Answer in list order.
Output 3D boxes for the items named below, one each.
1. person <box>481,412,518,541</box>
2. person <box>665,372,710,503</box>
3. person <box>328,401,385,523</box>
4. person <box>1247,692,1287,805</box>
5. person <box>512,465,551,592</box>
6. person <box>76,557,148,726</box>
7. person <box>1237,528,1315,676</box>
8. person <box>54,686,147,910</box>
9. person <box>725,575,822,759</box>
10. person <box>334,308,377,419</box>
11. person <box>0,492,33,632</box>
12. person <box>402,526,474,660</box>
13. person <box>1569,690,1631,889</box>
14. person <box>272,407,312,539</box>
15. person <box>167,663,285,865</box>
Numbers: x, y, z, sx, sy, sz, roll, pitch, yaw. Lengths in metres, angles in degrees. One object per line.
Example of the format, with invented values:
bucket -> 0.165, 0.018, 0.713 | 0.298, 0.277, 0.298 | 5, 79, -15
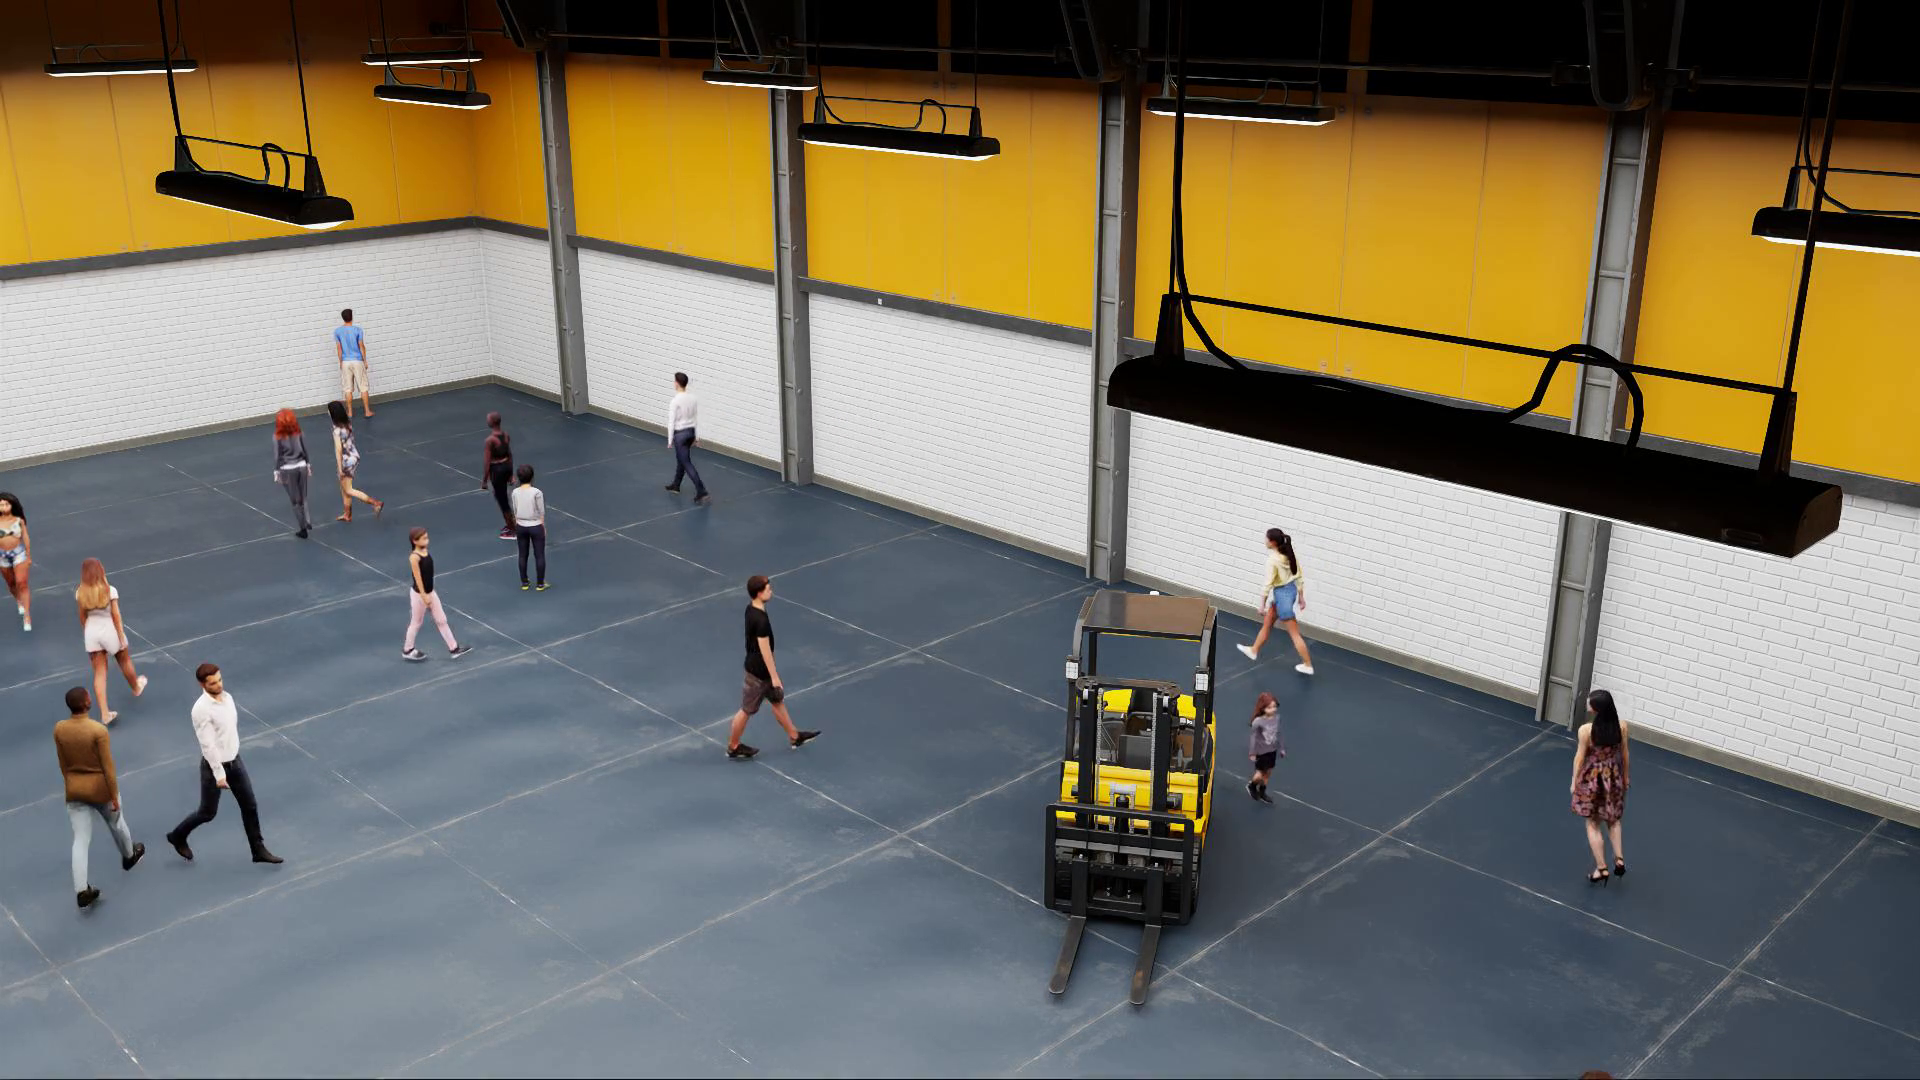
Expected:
person -> -5.987, -0.830, 21.951 | 0.725, 1.747, 0.684 | 7, 20, 21
person -> -3.864, -1.433, 23.602 | 1.227, 1.837, 0.720 | 15, 24, 37
person -> -8.252, -1.030, 22.599 | 1.098, 1.714, 1.020 | 1, 19, 3
person -> 2.717, 1.855, 15.003 | 0.516, 1.093, 0.544 | -13, 23, -34
person -> -5.241, -0.148, 20.244 | 0.612, 1.544, 0.694 | 3, 19, 9
person -> -8.566, 1.034, 16.572 | 1.033, 1.648, 1.156 | -2, 19, -5
person -> 3.525, 0.699, 17.709 | 1.175, 1.558, 0.707 | 17, 25, 42
person -> -7.000, 2.074, 13.290 | 1.154, 1.772, 1.232 | 0, 19, -1
person -> -1.977, 1.238, 15.710 | 1.159, 1.812, 1.219 | -4, 19, -11
person -> -10.307, -3.007, 28.234 | 0.743, 1.863, 0.771 | -3, 19, -8
person -> -10.870, 0.222, 19.079 | 0.827, 1.586, 1.108 | -8, 20, -21
person -> -5.881, 0.608, 18.031 | 1.068, 1.523, 0.922 | 3, 19, 8
person -> 5.208, 2.018, 13.524 | 0.838, 1.728, 0.873 | 0, 19, 0
person -> -8.786, -0.864, 22.025 | 0.535, 1.765, 0.613 | 17, 25, 40
person -> -6.211, 1.887, 13.753 | 1.278, 1.831, 1.107 | 3, 19, 9
